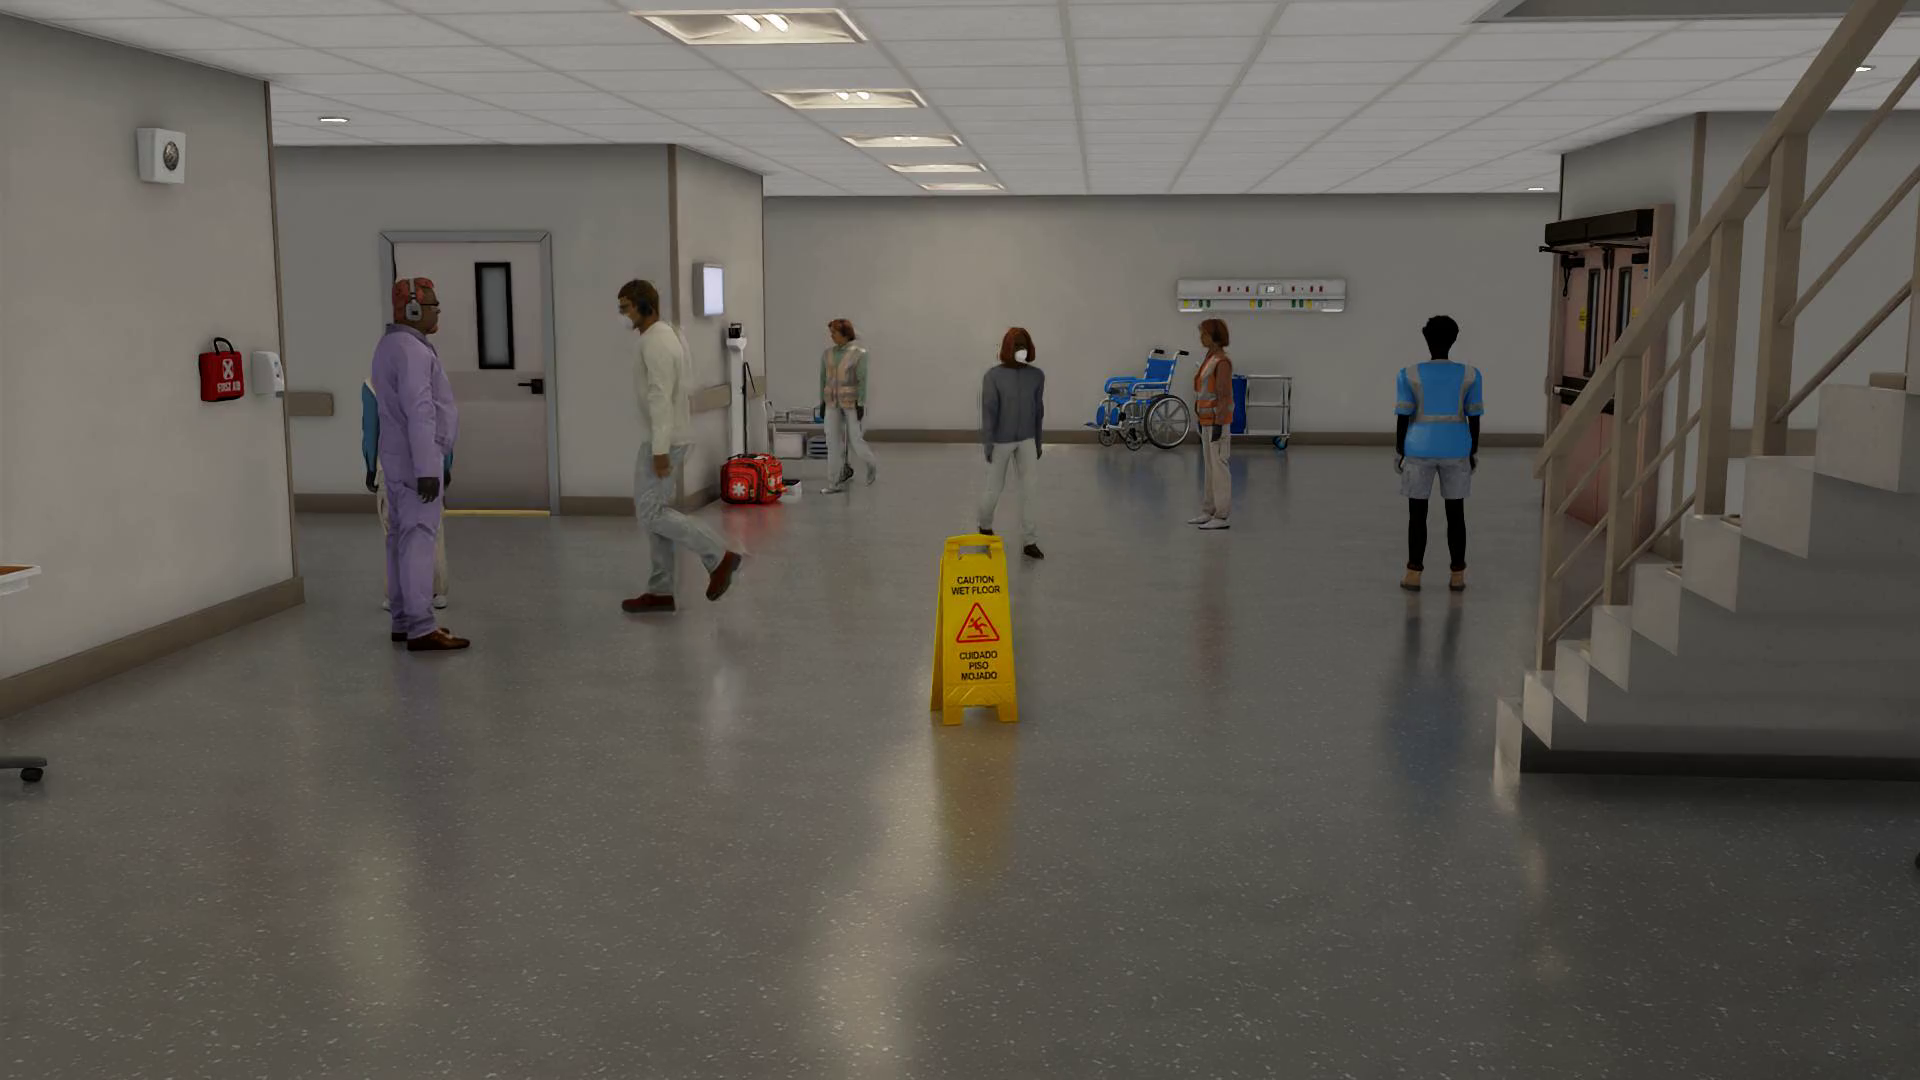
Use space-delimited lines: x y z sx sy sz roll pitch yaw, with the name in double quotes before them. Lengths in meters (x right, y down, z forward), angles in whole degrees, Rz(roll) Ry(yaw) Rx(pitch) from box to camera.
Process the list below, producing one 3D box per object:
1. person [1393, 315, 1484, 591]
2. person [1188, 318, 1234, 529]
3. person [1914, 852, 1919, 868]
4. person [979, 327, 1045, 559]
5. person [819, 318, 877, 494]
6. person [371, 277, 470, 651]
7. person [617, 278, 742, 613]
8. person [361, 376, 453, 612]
"person" 2.925 -0.527 10.206 0.540 1.696 0.317 1 8 5
"person" 1.977 -0.903 12.958 0.311 1.640 0.514 -1 8 -5
"person" 3.134 0.135 4.945 0.379 1.931 0.625 2 9 16
"person" 0.342 -0.698 11.695 0.509 1.600 0.796 -3 9 -22
"person" -1.052 -1.249 15.412 0.531 1.603 0.725 4 9 27
"person" -2.785 -0.392 8.581 0.399 1.909 0.642 -5 10 -30
"person" -1.630 -0.526 9.485 0.608 1.913 0.670 -2 9 -11
"person" -3.163 -0.399 9.568 0.508 1.628 0.319 -6 10 -34
